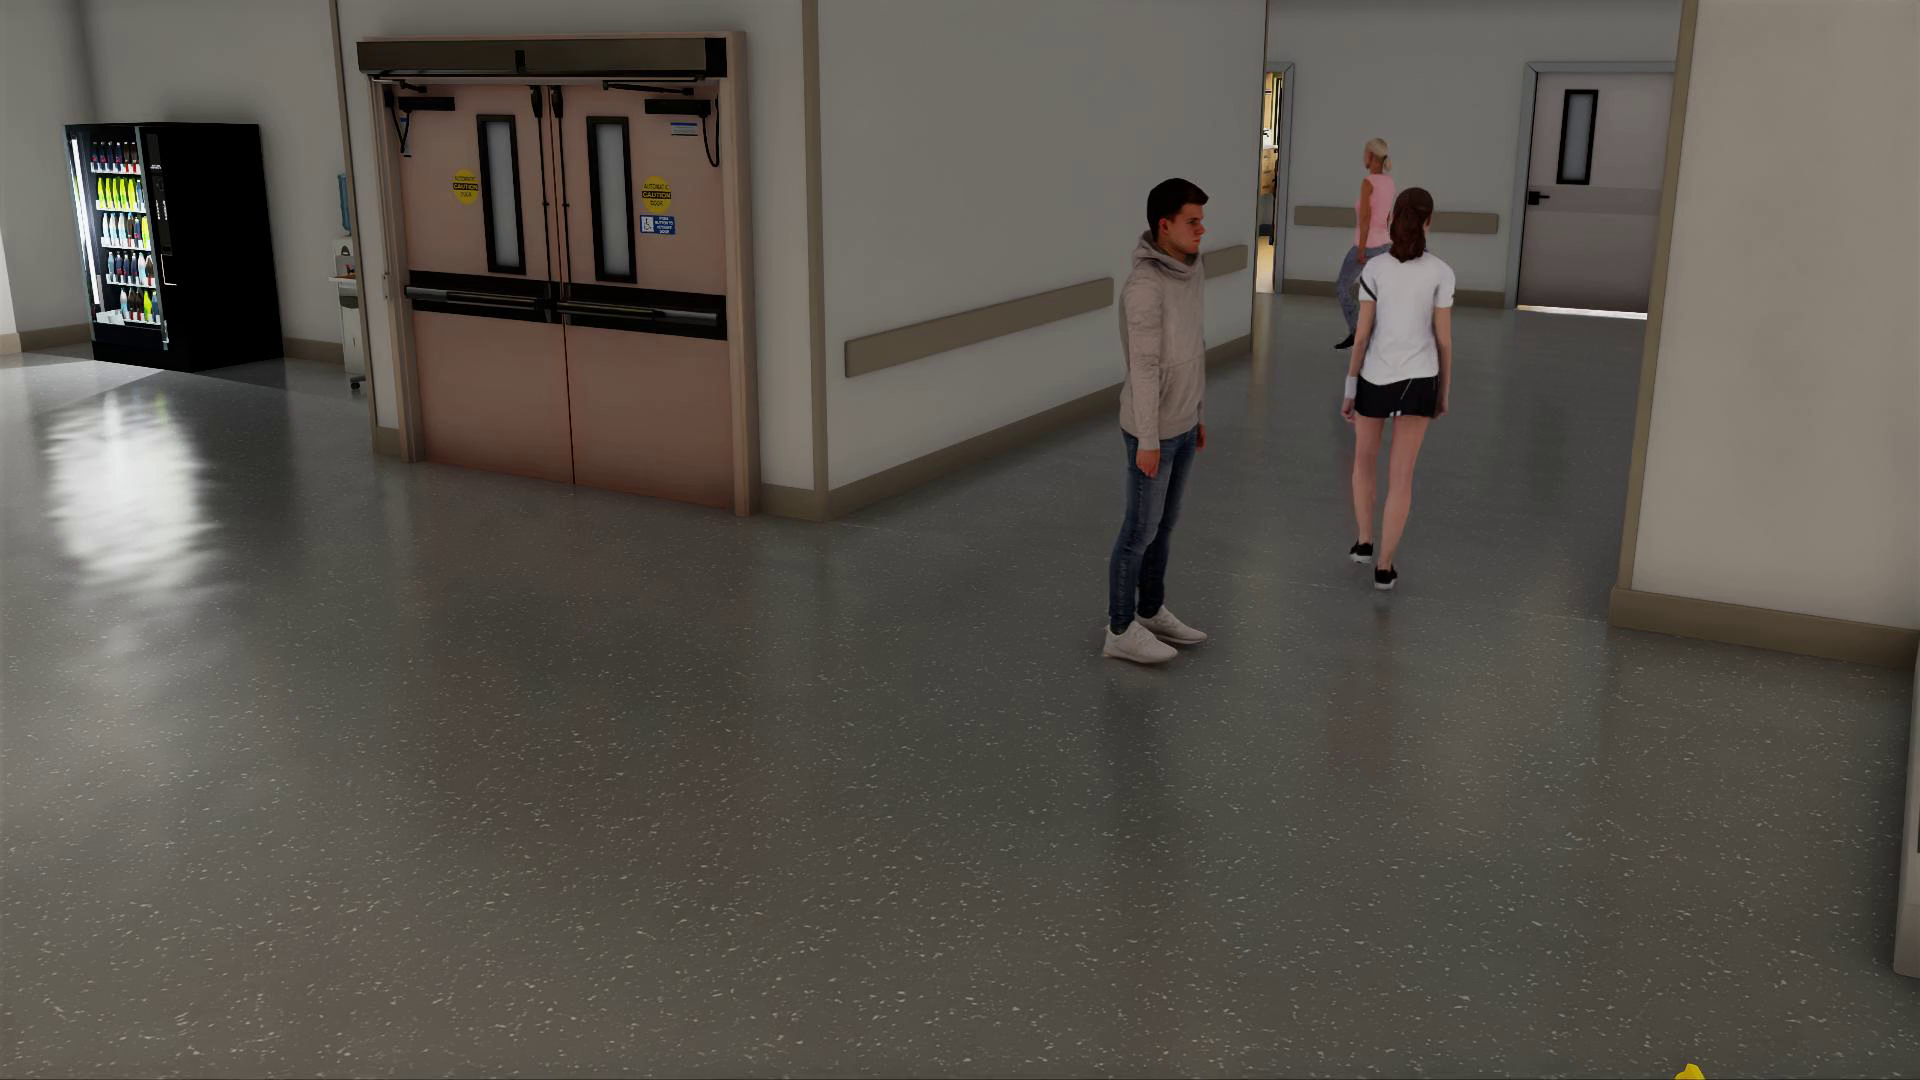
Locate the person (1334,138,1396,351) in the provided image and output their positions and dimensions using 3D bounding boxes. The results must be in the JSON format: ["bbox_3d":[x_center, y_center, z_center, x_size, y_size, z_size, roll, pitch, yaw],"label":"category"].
[{"bbox_3d":[3.318,-2.297,13.186,0.677,1.714,0.722,-11,19,-35],"label":"person"}]

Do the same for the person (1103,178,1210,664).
[{"bbox_3d":[0.761,-0.458,6.408,0.563,1.853,0.648,9,18,28],"label":"person"}]

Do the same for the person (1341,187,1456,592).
[{"bbox_3d":[1.886,-0.625,7.222,0.706,1.733,0.749,5,16,16],"label":"person"}]
